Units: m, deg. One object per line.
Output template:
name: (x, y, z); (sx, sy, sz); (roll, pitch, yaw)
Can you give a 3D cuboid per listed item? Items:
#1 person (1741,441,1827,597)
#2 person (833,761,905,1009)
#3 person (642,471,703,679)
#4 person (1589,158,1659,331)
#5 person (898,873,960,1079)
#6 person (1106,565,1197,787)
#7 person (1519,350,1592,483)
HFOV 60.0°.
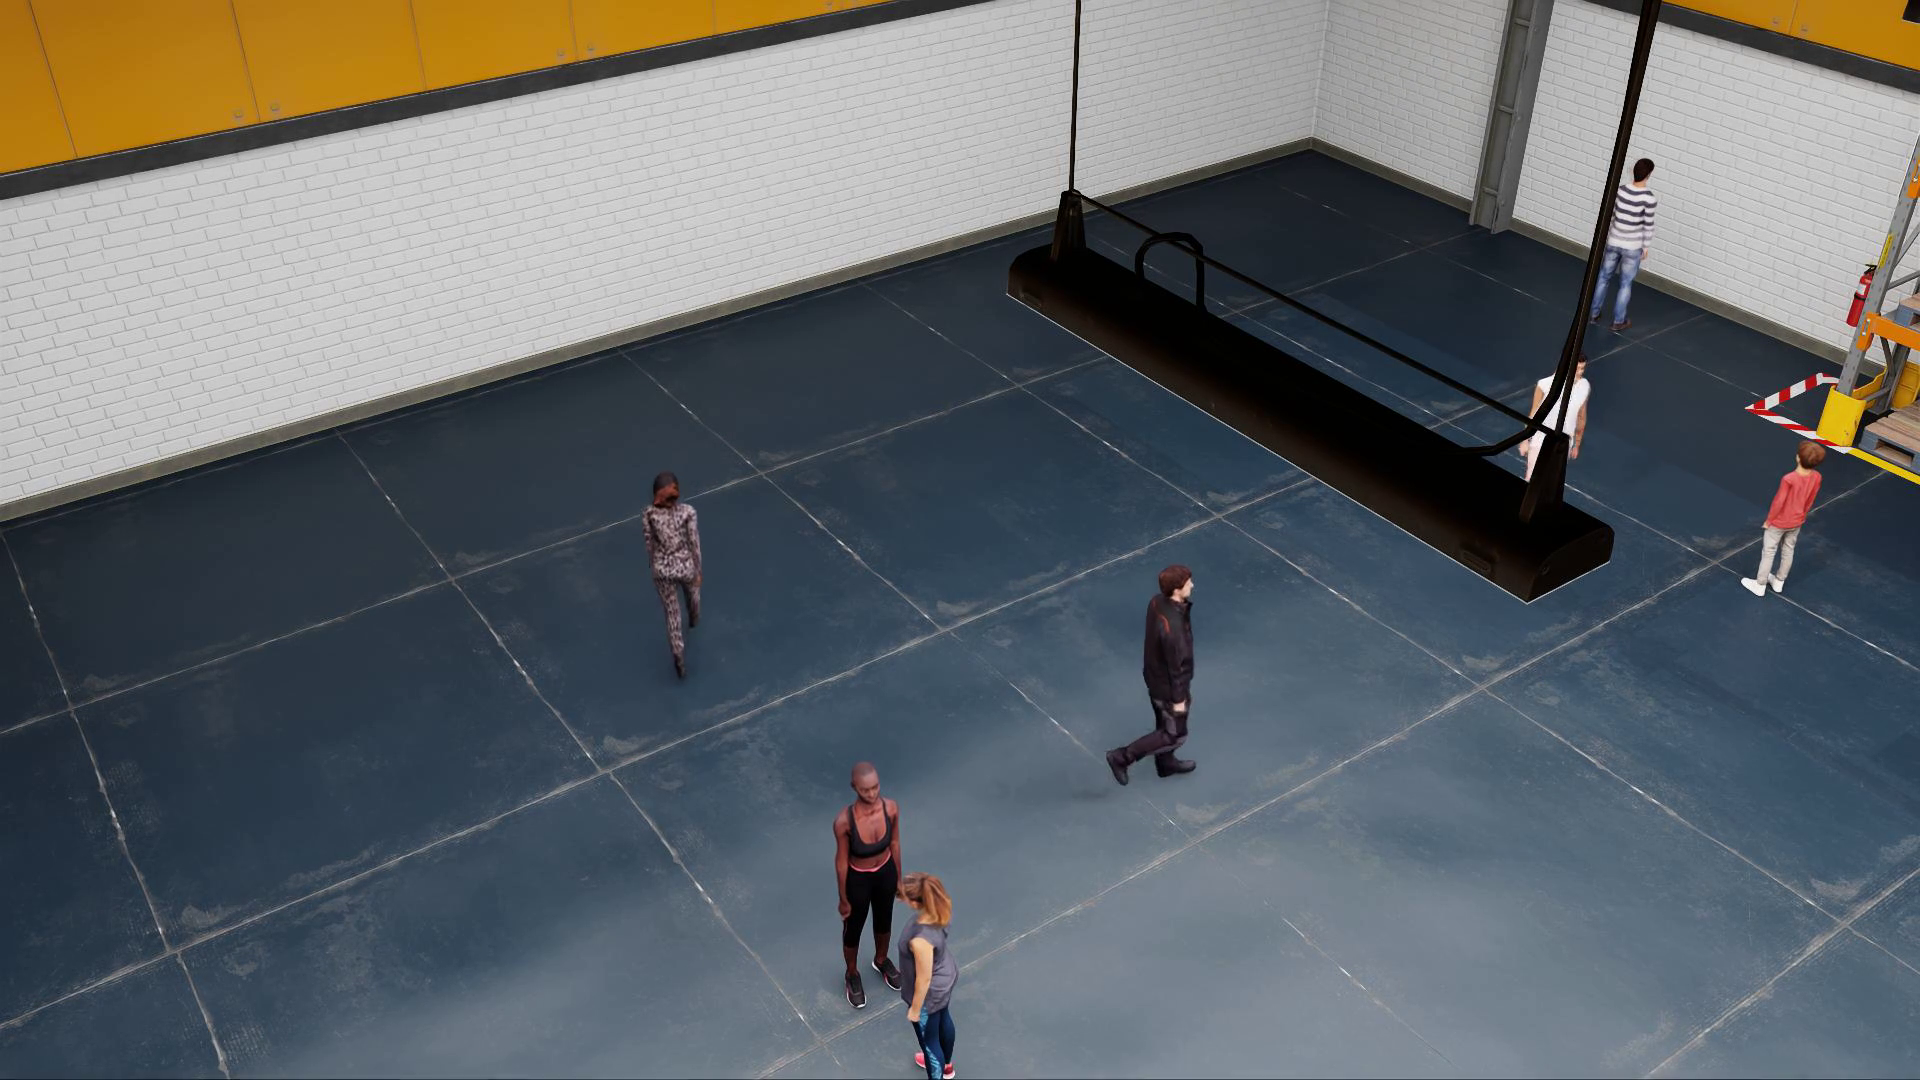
person: (6.762, -0.180, 13.584); (0.588, 1.417, 0.592); (-7, 34, -11)
person: (-0.551, 2.025, 9.959); (0.605, 1.757, 0.559); (-17, 37, -23)
person: (-2.175, 0.291, 12.643); (0.909, 1.674, 1.150); (-4, 34, -6)
person: (7.055, -3.150, 17.659); (0.531, 1.851, 0.752); (28, 43, 35)
person: (-0.167, 2.490, 9.277); (0.699, 1.736, 0.656); (10, 35, 14)
person: (1.355, 0.977, 11.474); (1.041, 1.825, 1.024); (-3, 34, -4)
person: (5.073, -0.892, 14.331); (0.857, 1.776, 0.925); (0, 34, 0)
